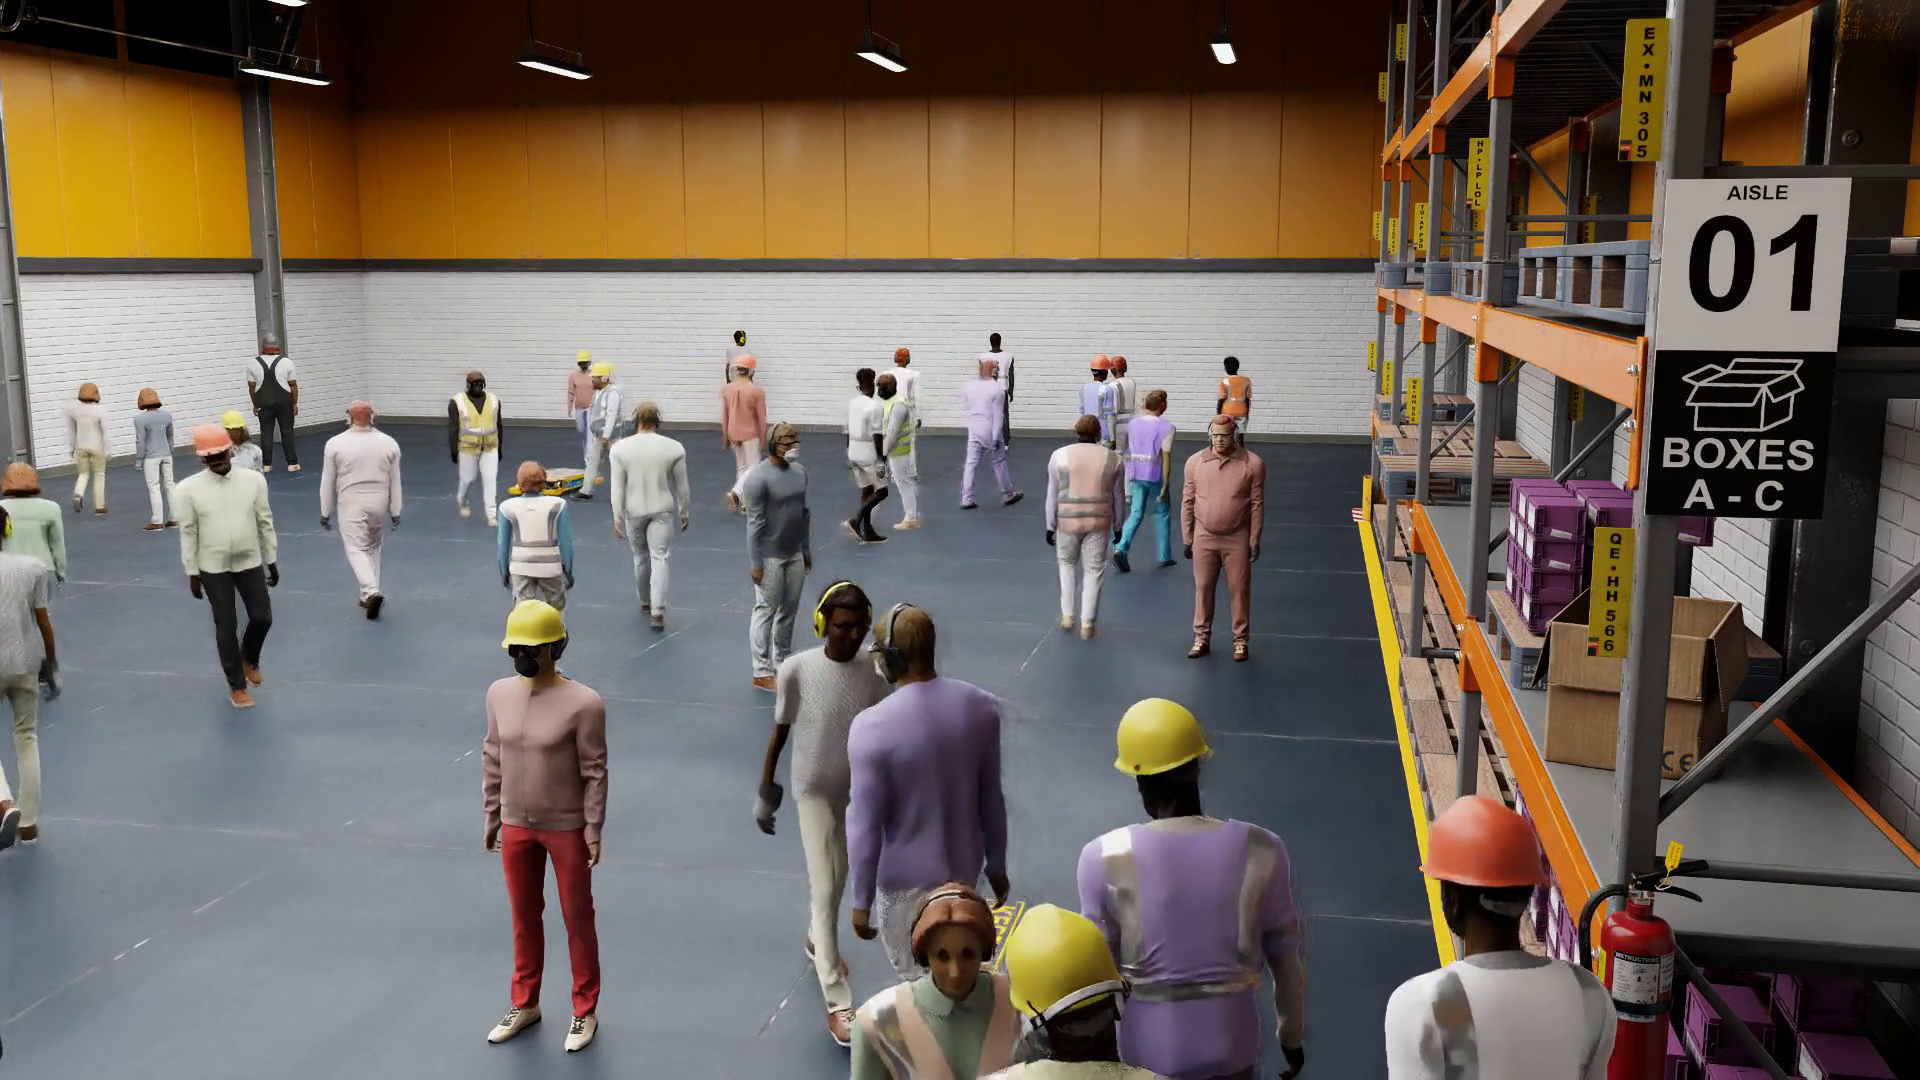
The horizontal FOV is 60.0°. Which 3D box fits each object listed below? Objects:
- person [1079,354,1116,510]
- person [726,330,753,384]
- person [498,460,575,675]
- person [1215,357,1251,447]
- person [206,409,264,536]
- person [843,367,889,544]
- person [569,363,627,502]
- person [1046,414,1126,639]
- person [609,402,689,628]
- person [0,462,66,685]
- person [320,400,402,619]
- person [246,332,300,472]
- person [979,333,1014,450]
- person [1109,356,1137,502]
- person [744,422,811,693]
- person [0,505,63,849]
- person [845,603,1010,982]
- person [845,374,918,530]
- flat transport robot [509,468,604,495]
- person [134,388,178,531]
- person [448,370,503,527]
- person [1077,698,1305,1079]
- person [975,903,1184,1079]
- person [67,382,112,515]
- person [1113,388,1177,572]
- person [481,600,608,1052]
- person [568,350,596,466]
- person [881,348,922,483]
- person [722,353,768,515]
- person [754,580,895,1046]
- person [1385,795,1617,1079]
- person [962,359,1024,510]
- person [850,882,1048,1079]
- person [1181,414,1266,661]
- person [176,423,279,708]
[{"bbox_3d":[1.697,-1.288,20.285,0.355,1.938,0.545,-9,13,-43],"label":"person"},{"bbox_3d":[-3.905,-2.780,29.499,0.533,1.863,0.317,3,10,20],"label":"person"},{"bbox_3d":[-3.063,0.233,12.038,0.545,1.620,0.457,-1,10,-9],"label":"person"},{"bbox_3d":[3.994,-1.822,24.273,0.562,1.686,0.335,-3,10,-19],"label":"person"},{"bbox_3d":[-6.482,-0.303,14.938,0.492,1.743,0.317,-7,12,-37],"label":"person"},{"bbox_3d":[-1.034,-0.891,17.903,0.510,1.931,0.635,-7,12,-36],"label":"person"},{"bbox_3d":[-4.539,-1.369,21.273,0.936,1.786,0.595,-8,12,-39],"label":"person"},{"bbox_3d":[1.031,-0.128,13.653,0.652,1.818,0.703,1,9,3],"label":"person"},{"bbox_3d":[-2.616,-0.224,14.052,0.649,1.886,1.045,-2,10,-10],"label":"person"},{"bbox_3d":[-6.734,0.243,11.994,0.532,1.618,0.350,-8,12,-38],"label":"person"},{"bbox_3d":[-5.143,-0.270,14.366,0.679,1.872,0.898,-7,12,-36],"label":"person"},{"bbox_3d":[-10.037,-2.018,24.374,0.682,2.000,0.537,-2,10,-11],"label":"person"},{"bbox_3d":[0.598,-2.420,27.179,0.588,1.913,0.390,-2,10,-10],"label":"person"},{"bbox_3d":[2.024,-1.390,21.062,0.362,1.883,0.576,7,12,36],"label":"person"},{"bbox_3d":[-1.290,0.116,11.867,0.380,1.932,0.639,5,11,30],"label":"person"},{"bbox_3d":[-4.913,0.701,8.585,0.520,1.848,0.525,-7,11,-34],"label":"person"},{"bbox_3d":[-0.065,1.161,5.702,0.643,1.900,0.919,-8,13,-41],"label":"person"},{"bbox_3d":[-0.886,-0.981,18.883,0.897,1.794,0.615,-4,10,-24],"label":"person"},{"bbox_3d":[-5.402,-0.792,22.308,0.652,0.197,1.431,2,10,14],"label":"flat transport robot"},{"bbox_3d":[-9.187,-0.921,18.988,0.281,1.633,0.498,4,10,25],"label":"person"},{"bbox_3d":[-5.661,-1.084,19.438,0.634,1.820,0.799,-6,11,-31],"label":"person"},{"bbox_3d":[0.635,1.359,4.545,0.659,1.866,0.979,0,9,-3],"label":"person"},{"bbox_3d":[0.284,1.616,3.335,0.611,1.772,0.938,3,10,20],"label":"person"},{"bbox_3d":[-10.493,-1.091,20.038,0.529,1.618,0.444,0,9,-2],"label":"person"},{"bbox_3d":[1.852,-0.587,16.466,0.566,1.813,0.846,7,12,37],"label":"person"},{"bbox_3d":[-1.608,1.098,6.424,0.524,1.770,0.315,3,10,16],"label":"person"},{"bbox_3d":[-5.700,-2.031,25.374,0.532,1.740,0.820,1,9,3],"label":"person"},{"bbox_3d":[-0.804,-1.720,23.055,0.574,1.882,0.358,2,10,13],"label":"person"},{"bbox_3d":[-2.619,-1.249,19.941,0.629,1.978,0.751,5,11,29],"label":"person"},{"bbox_3d":[-0.513,1.033,6.749,0.563,1.797,1.004,-4,10,-25],"label":"person"},{"bbox_3d":[1.127,1.505,3.634,0.563,1.883,0.812,-2,10,-14],"label":"person"},{"bbox_3d":[0.372,-1.318,20.731,0.654,1.852,0.995,7,12,38],"label":"person"},{"bbox_3d":[-0.023,1.583,4.019,0.524,1.596,0.849,-2,10,-14],"label":"person"},{"bbox_3d":[2.003,-0.017,12.750,0.639,1.900,0.404,3,10,16],"label":"person"},{"bbox_3d":[-5.024,0.167,11.444,0.619,1.967,0.514,-7,12,-37],"label":"person"}]
